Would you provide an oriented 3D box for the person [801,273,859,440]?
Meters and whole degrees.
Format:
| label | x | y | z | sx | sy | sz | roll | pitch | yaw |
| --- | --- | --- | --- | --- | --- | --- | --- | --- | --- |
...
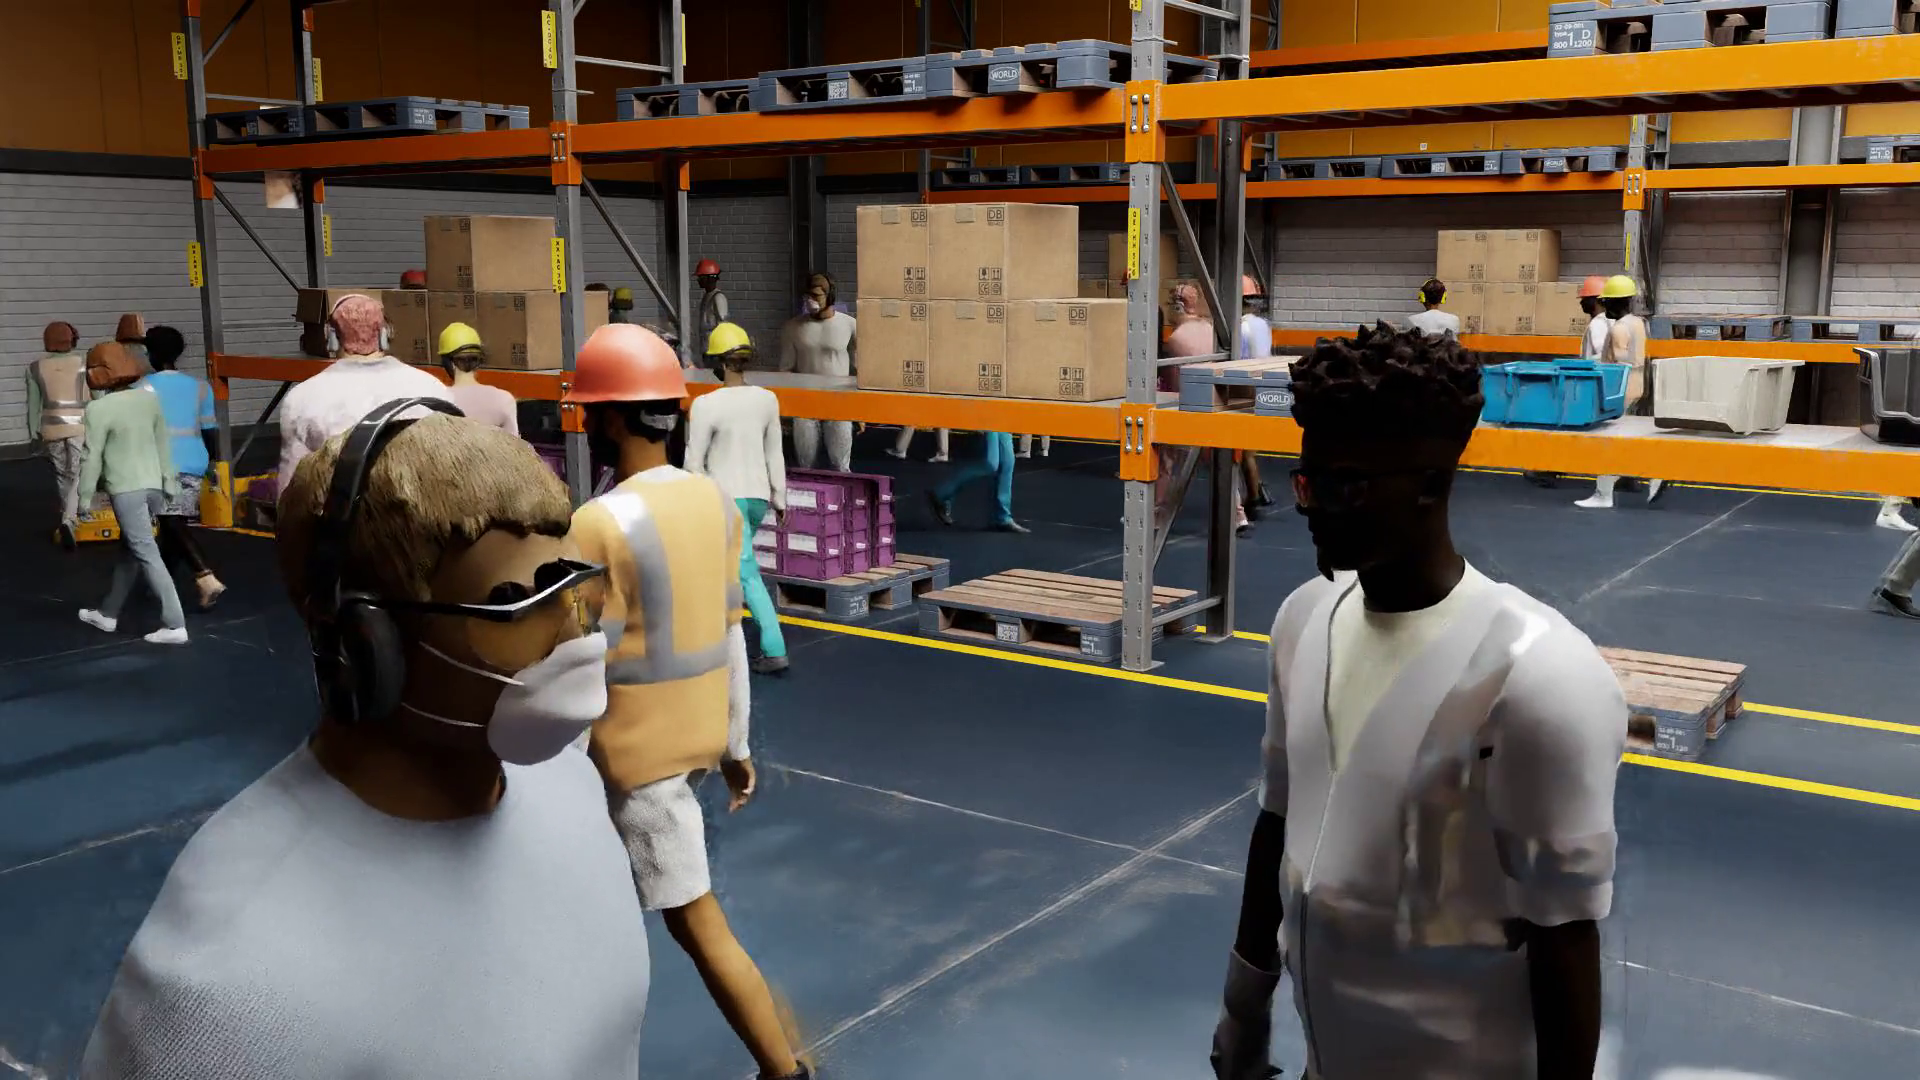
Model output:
| label | x | y | z | sx | sy | sz | roll | pitch | yaw |
| --- | --- | --- | --- | --- | --- | --- | --- | --- | --- |
| person | -1.525 | -2.073 | 18.861 | 0.636 | 1.893 | 1.007 | -7 | 12 | -35 |

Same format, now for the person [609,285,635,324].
| label | x | y | z | sx | sy | sz | roll | pitch | yaw |
| --- | --- | --- | --- | --- | --- | --- | --- | --- | --- |
| person | -3.888 | -2.074 | 19.273 | 0.492 | 1.743 | 0.316 | 9 | 13 | 43 |

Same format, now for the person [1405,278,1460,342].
| label | x | y | z | sx | sy | sz | roll | pitch | yaw |
| --- | --- | --- | --- | --- | --- | --- | --- | --- | --- |
| person | 4.200 | -1.401 | 14.893 | 0.510 | 1.872 | 0.328 | -1 | 10 | -6 |

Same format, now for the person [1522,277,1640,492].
| label | x | y | z | sx | sy | sz | roll | pitch | yaw |
| --- | --- | --- | --- | --- | --- | --- | --- | --- | --- |
| person | 5.542 | -1.358 | 14.608 | 1.003 | 1.880 | 0.572 | 6 | 11 | 33 |

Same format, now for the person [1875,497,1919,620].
| label | x | y | z | sx | sy | sz | roll | pitch | yaw |
| --- | --- | --- | --- | --- | --- | --- | --- | --- | --- |
| person | 5.462 | -0.379 | 9.082 | 0.591 | 1.790 | 0.920 | -6 | 11 | -33 |

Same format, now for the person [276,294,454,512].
| label | x | y | z | sx | sy | sz | roll | pitch | yaw |
| --- | --- | --- | --- | --- | --- | --- | --- | --- | --- |
| person | -2.286 | 0.009 | 6.412 | 0.671 | 1.892 | 0.508 | -7 | 12 | -36 |

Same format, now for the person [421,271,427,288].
| label | x | y | z | sx | sy | sz | roll | pitch | yaw |
| --- | --- | --- | --- | --- | --- | --- | --- | --- | --- |
| person | -6.303 | -2.256 | 19.877 | 0.409 | 1.909 | 0.640 | -2 | 10 | -13 |

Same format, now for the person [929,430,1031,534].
| label | x | y | z | sx | sy | sz | roll | pitch | yaw |
| --- | --- | --- | --- | --- | --- | --- | --- | --- | --- |
| person | 0.157 | -0.935 | 12.281 | 0.671 | 1.822 | 0.574 | 3 | 10 | 20 |

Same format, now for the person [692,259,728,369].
| label | x | y | z | sx | sy | sz | roll | pitch | yaw |
| --- | --- | --- | --- | --- | --- | --- | --- | --- | --- |
| person | -2.870 | -2.210 | 19.195 | 0.397 | 2.043 | 0.610 | -4 | 10 | -24 |

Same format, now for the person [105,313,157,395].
| label | x | y | z | sx | sy | sz | roll | pitch | yaw |
| --- | --- | --- | --- | --- | --- | --- | --- | --- | --- |
| person | -6.422 | -0.958 | 12.995 | 0.510 | 1.620 | 0.576 | -5 | 11 | -27 |

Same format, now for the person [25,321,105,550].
| label | x | y | z | sx | sy | sz | roll | pitch | yaw |
| --- | --- | --- | --- | --- | --- | --- | --- | --- | --- |
| person | -6.325 | -0.745 | 11.766 | 0.502 | 1.604 | 0.773 | -1 | 10 | -8 |

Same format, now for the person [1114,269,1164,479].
| label | x | y | z | sx | sy | sz | roll | pitch | yaw |
| --- | --- | --- | --- | --- | --- | --- | --- | --- | --- |
| person | 1.638 | -1.549 | 15.433 | 0.405 | 1.984 | 0.627 | 8 | 12 | 40 |

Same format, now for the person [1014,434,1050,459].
| label | x | y | z | sx | sy | sz | roll | pitch | yaw |
| --- | --- | --- | --- | --- | --- | --- | --- | --- | --- |
| person | 0.737 | -1.640 | 16.999 | 0.522 | 1.640 | 0.306 | -6 | 11 | -34 |

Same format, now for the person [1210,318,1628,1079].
| label | x | y | z | sx | sy | sz | roll | pitch | yaw |
| --- | --- | --- | --- | --- | --- | --- | --- | --- | --- |
| person | 0.579 | 0.679 | 2.268 | 0.514 | 1.942 | 0.633 | -4 | 10 | -21 |

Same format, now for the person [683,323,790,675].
| label | x | y | z | sx | sy | sz | roll | pitch | yaw |
| --- | --- | --- | --- | --- | --- | --- | --- | --- | --- |
| person | -1.114 | -0.209 | 8.235 | 0.902 | 1.718 | 0.538 | 9 | 13 | 42 |

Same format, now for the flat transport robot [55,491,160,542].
| label | x | y | z | sx | sy | sz | roll | pitch | yaw |
| --- | --- | --- | --- | --- | --- | --- | --- | --- | --- |
| flat transport robot | -6.331 | -0.199 | 12.486 | 0.652 | 0.197 | 1.431 | -4 | 10 | -21 |

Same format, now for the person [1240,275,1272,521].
| label | x | y | z | sx | sy | sz | roll | pitch | yaw |
| --- | --- | --- | --- | --- | --- | --- | --- | --- | --- |
| person | 2.225 | -1.103 | 12.984 | 0.490 | 1.917 | 0.556 | 6 | 11 | 33 |

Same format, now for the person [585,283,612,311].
| label | x | y | z | sx | sy | sz | roll | pitch | yaw |
| --- | --- | --- | --- | --- | --- | --- | --- | --- | --- |
| person | -3.229 | -1.378 | 14.874 | 0.476 | 1.826 | 0.651 | 0 | 10 | -2 |

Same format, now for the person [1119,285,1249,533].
| label | x | y | z | sx | sy | sz | roll | pitch | yaw |
| --- | --- | --- | --- | --- | --- | --- | --- | --- | --- |
| person | 1.703 | -0.954 | 12.295 | 1.028 | 1.858 | 0.644 | 8 | 13 | 40 |

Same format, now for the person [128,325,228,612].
| label | x | y | z | sx | sy | sz | roll | pitch | yaw |
| --- | --- | --- | --- | --- | --- | --- | --- | --- | --- |
| person | -4.540 | -0.411 | 9.642 | 0.805 | 1.661 | 0.571 | 7 | 12 | 34 |

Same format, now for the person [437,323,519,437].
| label | x | y | z | sx | sy | sz | roll | pitch | yaw |
| --- | --- | --- | --- | --- | --- | --- | --- | --- | --- |
| person | -2.432 | -0.215 | 8.274 | 0.530 | 1.724 | 0.909 | -9 | 13 | -42 |

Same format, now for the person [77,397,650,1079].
| label | x | y | z | sx | sy | sz | roll | pitch | yaw |
| --- | --- | --- | --- | --- | --- | --- | --- | --- | --- |
| person | -0.478 | 0.835 | 1.422 | 0.586 | 1.923 | 0.633 | 2 | 10 | 14 |

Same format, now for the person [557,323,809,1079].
| label | x | y | z | sx | sy | sz | roll | pitch | yaw |
| --- | --- | --- | --- | --- | --- | --- | --- | --- | --- |
| person | -0.688 | 0.460 | 3.769 | 0.983 | 1.892 | 0.560 | 4 | 10 | 21 |

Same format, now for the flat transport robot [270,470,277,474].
| label | x | y | z | sx | sy | sz | roll | pitch | yaw |
| --- | --- | --- | --- | --- | --- | --- | --- | --- | --- |
| flat transport robot | -5.367 | -0.536 | 14.494 | 1.431 | 0.197 | 0.652 | -9 | 13 | -43 |

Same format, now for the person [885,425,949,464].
| label | x | y | z | sx | sy | sz | roll | pitch | yaw |
| --- | --- | --- | --- | --- | --- | --- | --- | --- | --- |
| person | -0.397 | -1.578 | 16.708 | 0.819 | 1.599 | 0.525 | 8 | 13 | 40 |

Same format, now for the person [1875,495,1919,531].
| label | x | y | z | sx | sy | sz | roll | pitch | yaw |
| --- | --- | --- | --- | --- | --- | --- | --- | --- | --- |
| person | 7.278 | -0.920 | 12.202 | 0.553 | 1.810 | 0.994 | -7 | 12 | -36 |

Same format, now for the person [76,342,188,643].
| label | x | y | z | sx | sy | sz | roll | pitch | yaw |
| --- | --- | --- | --- | --- | --- | --- | --- | --- | --- |
| person | -4.472 | -0.246 | 8.821 | 0.816 | 1.585 | 0.516 | 2 | 10 | 12 |

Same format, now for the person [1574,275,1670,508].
| label | x | y | z | sx | sy | sz | roll | pitch | yaw |
| --- | --- | --- | --- | --- | --- | --- | --- | --- | --- |
| person | 5.393 | -1.179 | 13.456 | 0.628 | 1.909 | 0.607 | 7 | 12 | 35 |

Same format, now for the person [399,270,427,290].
| label | x | y | z | sx | sy | sz | roll | pitch | yaw |
| --- | --- | --- | --- | --- | --- | --- | --- | --- | --- |
| person | -4.777 | -1.405 | 14.728 | 0.616 | 1.945 | 1.001 | -2 | 10 | -14 |

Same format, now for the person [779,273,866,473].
| label | x | y | z | sx | sy | sz | roll | pitch | yaw |
| --- | --- | --- | --- | --- | --- | --- | --- | --- | --- |
| person | -0.966 | -0.905 | 11.736 | 0.638 | 1.936 | 0.356 | 1 | 10 | 6 |
